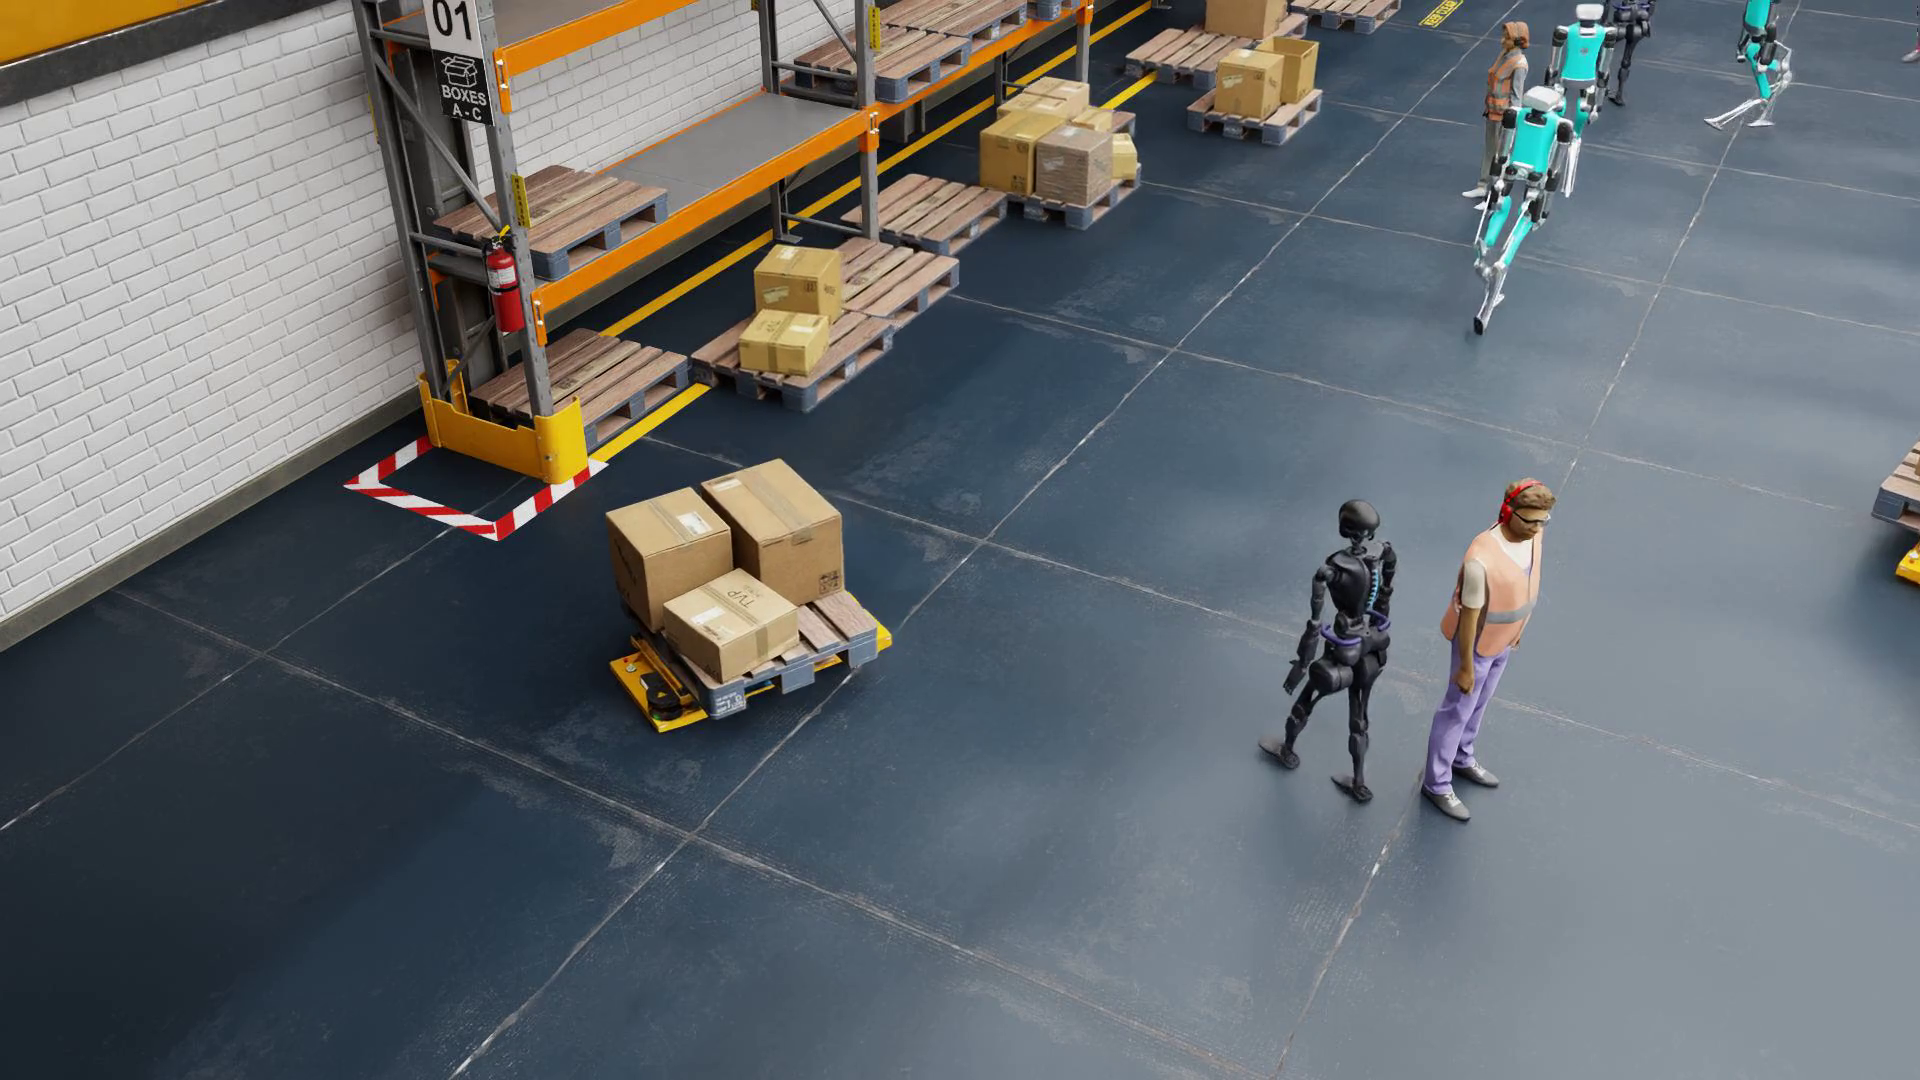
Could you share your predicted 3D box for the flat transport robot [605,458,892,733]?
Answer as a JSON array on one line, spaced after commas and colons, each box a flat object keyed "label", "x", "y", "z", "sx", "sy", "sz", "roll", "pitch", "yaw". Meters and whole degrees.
[{"label": "flat transport robot", "x": -1.157, "y": 0.596, "z": 9.246, "sx": 1.431, "sy": 0.231, "sz": 0.659, "roll": -20, "pitch": 38, "yaw": -27}]

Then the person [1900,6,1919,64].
[{"label": "person", "x": 10.562, "y": -5.915, "z": 17.654, "sx": 0.571, "sy": 1.855, "sz": 0.541, "roll": -10, "pitch": 35, "yaw": -14}]

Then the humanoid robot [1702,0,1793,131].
[{"label": "humanoid robot", "x": 7.727, "y": -4.689, "z": 15.898, "sx": 1.009, "sy": 1.718, "sz": 0.545, "roll": -3, "pitch": 34, "yaw": -5}]

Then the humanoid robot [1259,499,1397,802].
[{"label": "humanoid robot", "x": 1.854, "y": 0.508, "z": 8.118, "sx": 0.592, "sy": 1.637, "sz": 0.600, "roll": -20, "pitch": 39, "yaw": -28}]

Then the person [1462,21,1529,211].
[{"label": "person", "x": 4.716, "y": -3.699, "z": 14.501, "sx": 0.306, "sy": 1.639, "sz": 0.512, "roll": -2, "pitch": 34, "yaw": -3}]

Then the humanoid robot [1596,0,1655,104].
[{"label": "humanoid robot", "x": 6.728, "y": -5.248, "z": 16.802, "sx": 0.602, "sy": 1.648, "sz": 0.370, "roll": -4, "pitch": 34, "yaw": -6}]

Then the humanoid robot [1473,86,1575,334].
[{"label": "humanoid robot", "x": 4.106, "y": -2.427, "z": 12.543, "sx": 0.553, "sy": 1.838, "sz": 0.864, "roll": 23, "pitch": 40, "yaw": 30}]

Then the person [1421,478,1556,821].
[{"label": "person", "x": 2.517, "y": 0.489, "z": 7.984, "sx": 0.393, "sy": 1.839, "sz": 0.563, "roll": 28, "pitch": 42, "yaw": 35}]

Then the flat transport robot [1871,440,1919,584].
[{"label": "flat transport robot", "x": 6.327, "y": -0.026, "z": 10.187, "sx": 0.659, "sy": 0.231, "sz": 1.431, "roll": 27, "pitch": 42, "yaw": 34}]

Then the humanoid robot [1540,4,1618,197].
[{"label": "humanoid robot", "x": 5.403, "y": -3.932, "z": 14.764, "sx": 0.545, "sy": 1.770, "sz": 0.815, "roll": 6, "pitch": 34, "yaw": 10}]
